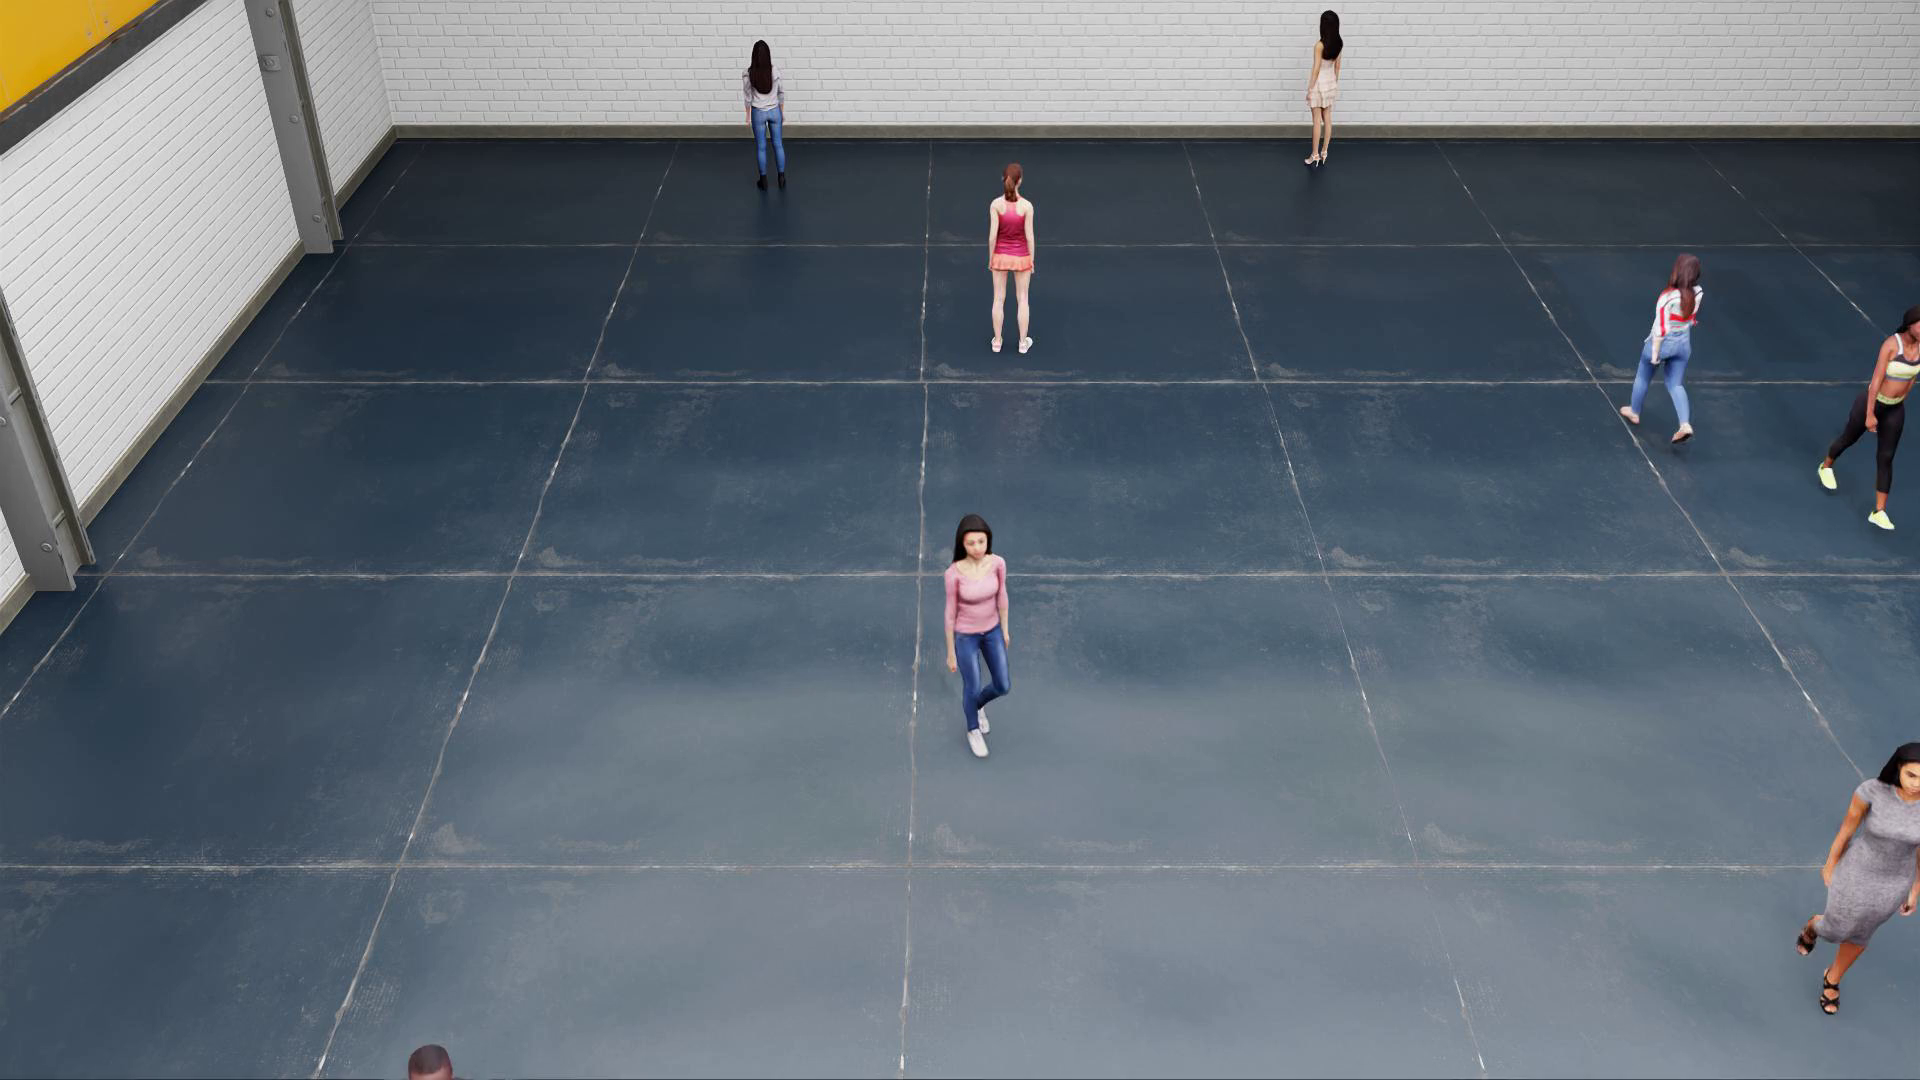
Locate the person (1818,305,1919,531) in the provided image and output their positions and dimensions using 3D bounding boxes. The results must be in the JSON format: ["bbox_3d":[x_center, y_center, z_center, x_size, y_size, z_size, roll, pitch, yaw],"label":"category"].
[{"bbox_3d":[6.930,-1.022,12.660,0.578,1.698,1.171,-1,34,-2],"label":"person"}]

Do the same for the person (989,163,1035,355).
[{"bbox_3d":[0.453,-2.513,14.854,0.585,1.751,0.554,3,34,5],"label":"person"}]

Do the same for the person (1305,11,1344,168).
[{"bbox_3d":[4.094,-5.073,18.718,0.657,1.738,0.684,-19,38,-26],"label":"person"}]

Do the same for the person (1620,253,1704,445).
[{"bbox_3d":[5.826,-1.534,13.529,0.760,1.587,1.085,-8,34,-12],"label":"person"}]

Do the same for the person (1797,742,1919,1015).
[{"bbox_3d":[4.663,1.679,8.529,0.706,1.771,0.804,10,35,14],"label":"person"}]

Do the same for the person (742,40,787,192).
[{"bbox_3d":[-2.111,-4.641,18.162,0.660,1.633,0.615,-10,35,-15],"label":"person"}]

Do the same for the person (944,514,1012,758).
[{"bbox_3d":[0.075,0.552,10.266,0.709,1.726,0.760,-13,36,-19],"label":"person"}]
